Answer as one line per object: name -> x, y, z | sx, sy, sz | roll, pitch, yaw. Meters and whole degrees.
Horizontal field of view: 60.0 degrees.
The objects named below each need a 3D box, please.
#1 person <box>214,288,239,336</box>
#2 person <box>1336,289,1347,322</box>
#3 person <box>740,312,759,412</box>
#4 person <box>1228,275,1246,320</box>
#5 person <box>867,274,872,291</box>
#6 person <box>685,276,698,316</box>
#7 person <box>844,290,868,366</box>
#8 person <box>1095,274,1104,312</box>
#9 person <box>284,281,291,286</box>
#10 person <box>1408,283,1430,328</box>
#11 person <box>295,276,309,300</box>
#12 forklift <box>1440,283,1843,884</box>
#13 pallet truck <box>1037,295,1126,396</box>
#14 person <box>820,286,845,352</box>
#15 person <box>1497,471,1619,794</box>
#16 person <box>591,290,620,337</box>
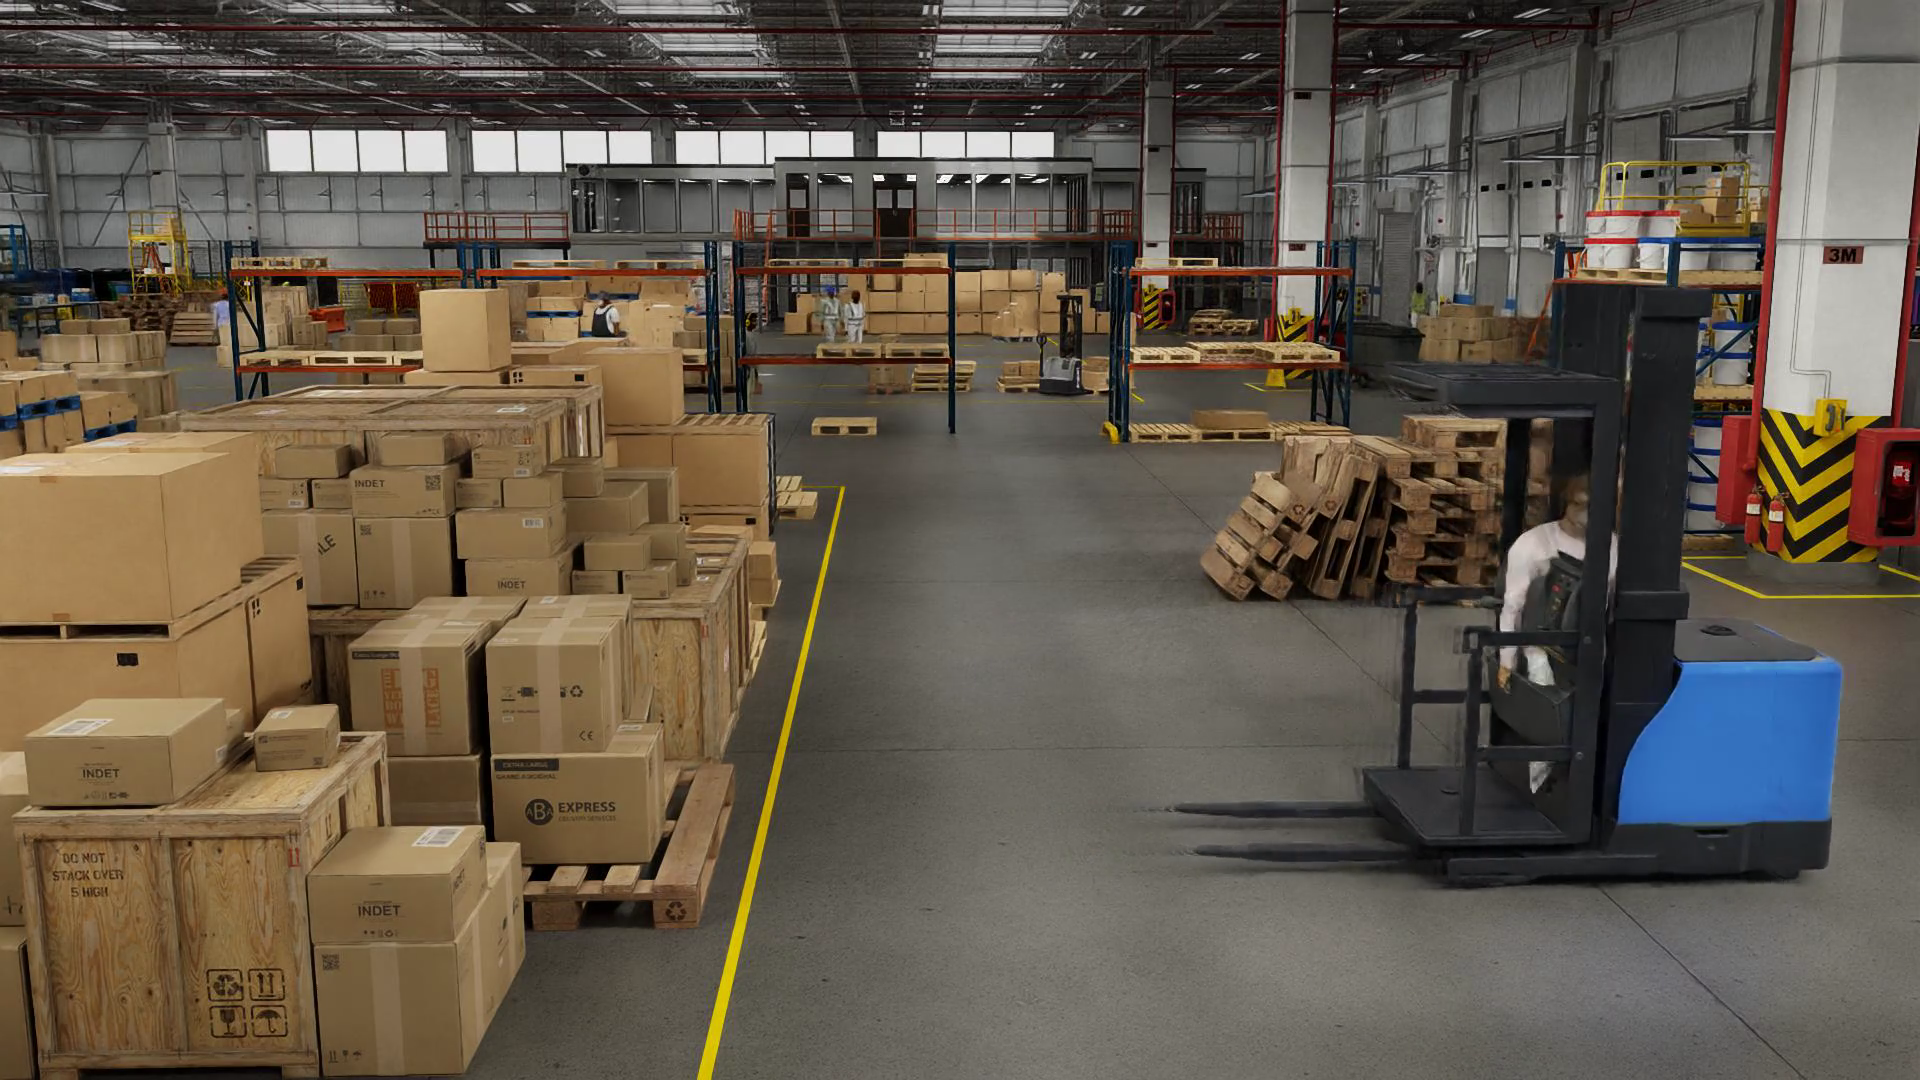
person -> -18.142, -5.289, 41.227 | 0.555, 1.873, 1.020 | 1, 10, 3
person -> 9.472, -5.327, 41.491 | 0.328, 1.865, 0.521 | -1, 10, -5
person -> -3.494, -2.867, 27.766 | 0.328, 1.872, 0.511 | 1, 10, 8
person -> 10.425, -9.120, 62.796 | 0.538, 1.802, 0.932 | -6, 12, -32
person -> -3.349, -8.488, 58.933 | 0.542, 1.928, 0.400 | -3, 11, -16
person -> -8.868, -7.889, 55.520 | 0.929, 1.962, 0.616 | -2, 10, -10
person -> -2.523, -5.159, 40.541 | 0.581, 1.874, 0.413 | -8, 13, -37
person -> 4.905, -8.284, 57.851 | 0.395, 1.910, 0.586 | -6, 12, -29
person -> -20.754, -7.101, 51.570 | 0.615, 1.799, 0.830 | 1, 10, 4
person -> 13.892, -6.871, 50.348 | 0.620, 1.788, 1.018 | 1, 10, 7
person -> -24.884, -9.086, 62.808 | 0.518, 1.717, 0.692 | -2, 10, -9
forklift -> 3.202, 0.154, 8.121 | 1.873, 2.768, 1.129 | 0, 10, -2
pallet truck -> 2.483, -3.881, 33.060 | 1.885, 1.965, 0.823 | -7, 13, -36
person -> -3.354, -5.646, 43.178 | 0.610, 1.909, 0.984 | -9, 13, -40
person -> 3.025, 0.619, 8.202 | 0.665, 1.916, 0.672 | -1, 10, -5
person -> -7.650, -4.431, 36.004 | 0.683, 2.000, 0.949 | 7, 13, 36
